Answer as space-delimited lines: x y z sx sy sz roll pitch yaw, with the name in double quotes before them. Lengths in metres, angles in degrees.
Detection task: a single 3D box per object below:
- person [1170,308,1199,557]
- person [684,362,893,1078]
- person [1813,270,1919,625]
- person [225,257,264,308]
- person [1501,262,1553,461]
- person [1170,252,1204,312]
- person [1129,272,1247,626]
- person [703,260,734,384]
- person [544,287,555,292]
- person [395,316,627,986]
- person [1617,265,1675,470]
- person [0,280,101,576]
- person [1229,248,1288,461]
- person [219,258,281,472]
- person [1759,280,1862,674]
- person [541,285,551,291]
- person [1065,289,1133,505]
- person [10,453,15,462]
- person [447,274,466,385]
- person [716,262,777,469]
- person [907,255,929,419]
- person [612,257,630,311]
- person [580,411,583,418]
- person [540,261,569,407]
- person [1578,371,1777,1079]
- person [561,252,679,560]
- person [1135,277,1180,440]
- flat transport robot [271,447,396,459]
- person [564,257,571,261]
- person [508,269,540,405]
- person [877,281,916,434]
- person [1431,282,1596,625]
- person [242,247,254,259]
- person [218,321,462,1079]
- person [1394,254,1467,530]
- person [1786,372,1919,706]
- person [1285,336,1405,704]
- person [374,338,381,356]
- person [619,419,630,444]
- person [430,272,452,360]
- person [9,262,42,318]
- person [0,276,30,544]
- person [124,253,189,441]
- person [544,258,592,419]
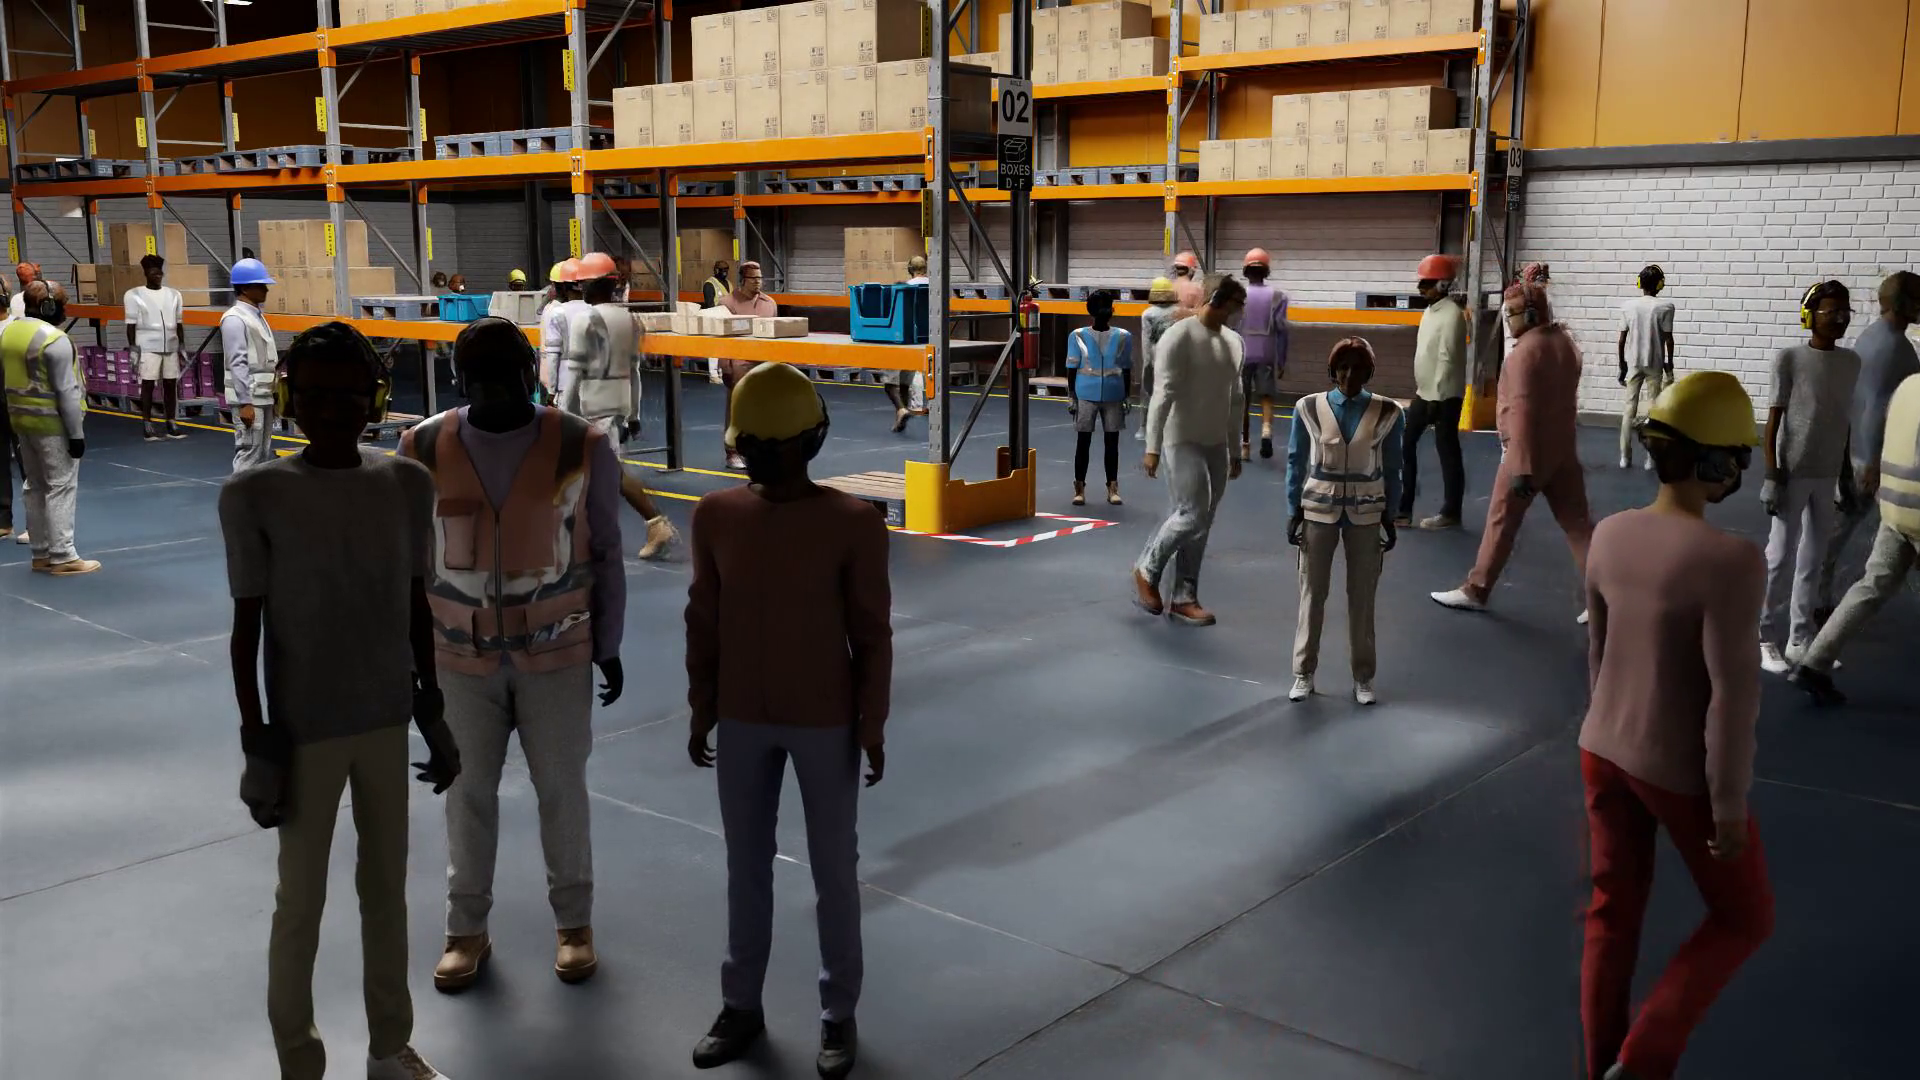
"person" 1.478 -0.700 10.924 0.280 1.633 0.500 4 11 22
"person" -0.426 0.445 4.057 0.524 1.759 0.337 3 10 15
"person" 4.959 -0.445 8.713 0.957 1.896 0.656 3 10 18
"person" -10.987 -3.422 25.691 0.650 1.887 0.541 -5 11 -28
"person" 5.245 -1.603 15.328 0.398 1.897 0.646 -2 10 -13
"person" 2.489 -2.235 18.660 0.570 1.980 0.639 -9 13 -42
"person" 1.276 -0.490 9.000 0.707 1.895 0.464 -9 13 -40
"person" -3.579 -3.270 24.975 0.429 1.840 0.629 5 11 26
"person" -5.005 -2.575 21.046 0.592 1.828 0.404 -7 12 -34
"person" -1.238 0.311 4.575 0.637 1.842 0.429 -1 10 -8
"person" 6.293 -1.576 15.251 0.512 1.868 0.328 8 13 38
"person" -5.624 -0.684 10.291 0.638 1.830 0.429 6 12 32
"person" 2.768 -1.728 15.674 0.608 2.030 0.518 0 10 2
"person" -4.952 -0.990 11.674 0.389 1.949 0.603 -1 10 -8
"person" 4.077 -0.298 7.959 0.521 1.873 0.328 -3 10 -14
"person" -5.196 -2.750 22.072 0.690 1.810 0.625 8 13 40
"person" 1.099 -1.118 13.114 0.541 1.698 0.315 -1 10 -3
"person" -8.559 -1.459 14.451 0.458 1.921 0.547 0 10 3
"person" -7.450 -3.118 24.692 0.286 1.632 0.500 -1 10 -4
"person" -1.924 -1.598 15.310 0.639 1.899 0.395 -8 13 -39
"person" -0.478 -2.414 19.818 0.635 1.936 0.350 -9 14 -42
"person" -5.052 -3.195 24.379 0.562 1.899 0.596 5 11 25
"person" -3.232 -1.290 13.753 0.686 1.821 0.606 1 10 3
"person" -3.200 -1.290 13.491 0.399 1.919 0.589 -3 10 -18
"person" 1.598 0.500 3.728 0.371 1.750 0.545 -3 11 -19
"person" -2.261 -0.864 10.829 1.005 2.010 0.619 4 11 20
"person" 2.070 -1.857 17.265 0.492 1.724 0.693 -2 10 -11
"flat transport robot" -5.465 -0.704 14.823 1.431 0.197 0.652 7 12 35
"person" -6.213 -3.575 26.587 0.355 1.883 0.573 8 13 39
"person" -5.265 -2.340 19.888 0.533 1.767 0.312 -8 13 -38
"person" -0.616 -1.963 17.984 0.566 1.673 0.564 -4 11 -21
"person" 3.130 -0.457 8.974 0.711 1.841 1.027 -8 13 -39
"person" -12.425 -4.081 29.017 0.537 2.000 0.697 0 10 -1
"person" -1.384 0.439 3.793 0.335 1.864 0.521 10 14 44
"person" 3.280 -1.034 11.854 0.782 1.967 0.653 -1 10 -6
"person" 4.141 -0.119 7.206 0.944 1.788 0.578 0 10 -1
"person" 1.705 -0.085 7.417 0.512 1.638 0.307 2 10 11
"person" -10.694 -4.065 29.478 1.073 1.868 0.597 -6 12 -32
"person" -3.753 -1.790 17.183 0.770 1.612 0.502 7 12 37
"person" -9.365 -4.048 30.096 0.864 1.577 0.524 8 13 38
"person" -8.965 -1.747 16.174 0.583 1.884 0.350 6 12 31
"person" -6.539 -0.888 11.392 0.504 1.847 0.344 1 10 7
"person" -8.464 -2.030 17.552 0.367 1.962 0.612 8 13 39
"person" -2.986 -1.227 13.051 0.549 1.941 0.354 -6 12 -32
